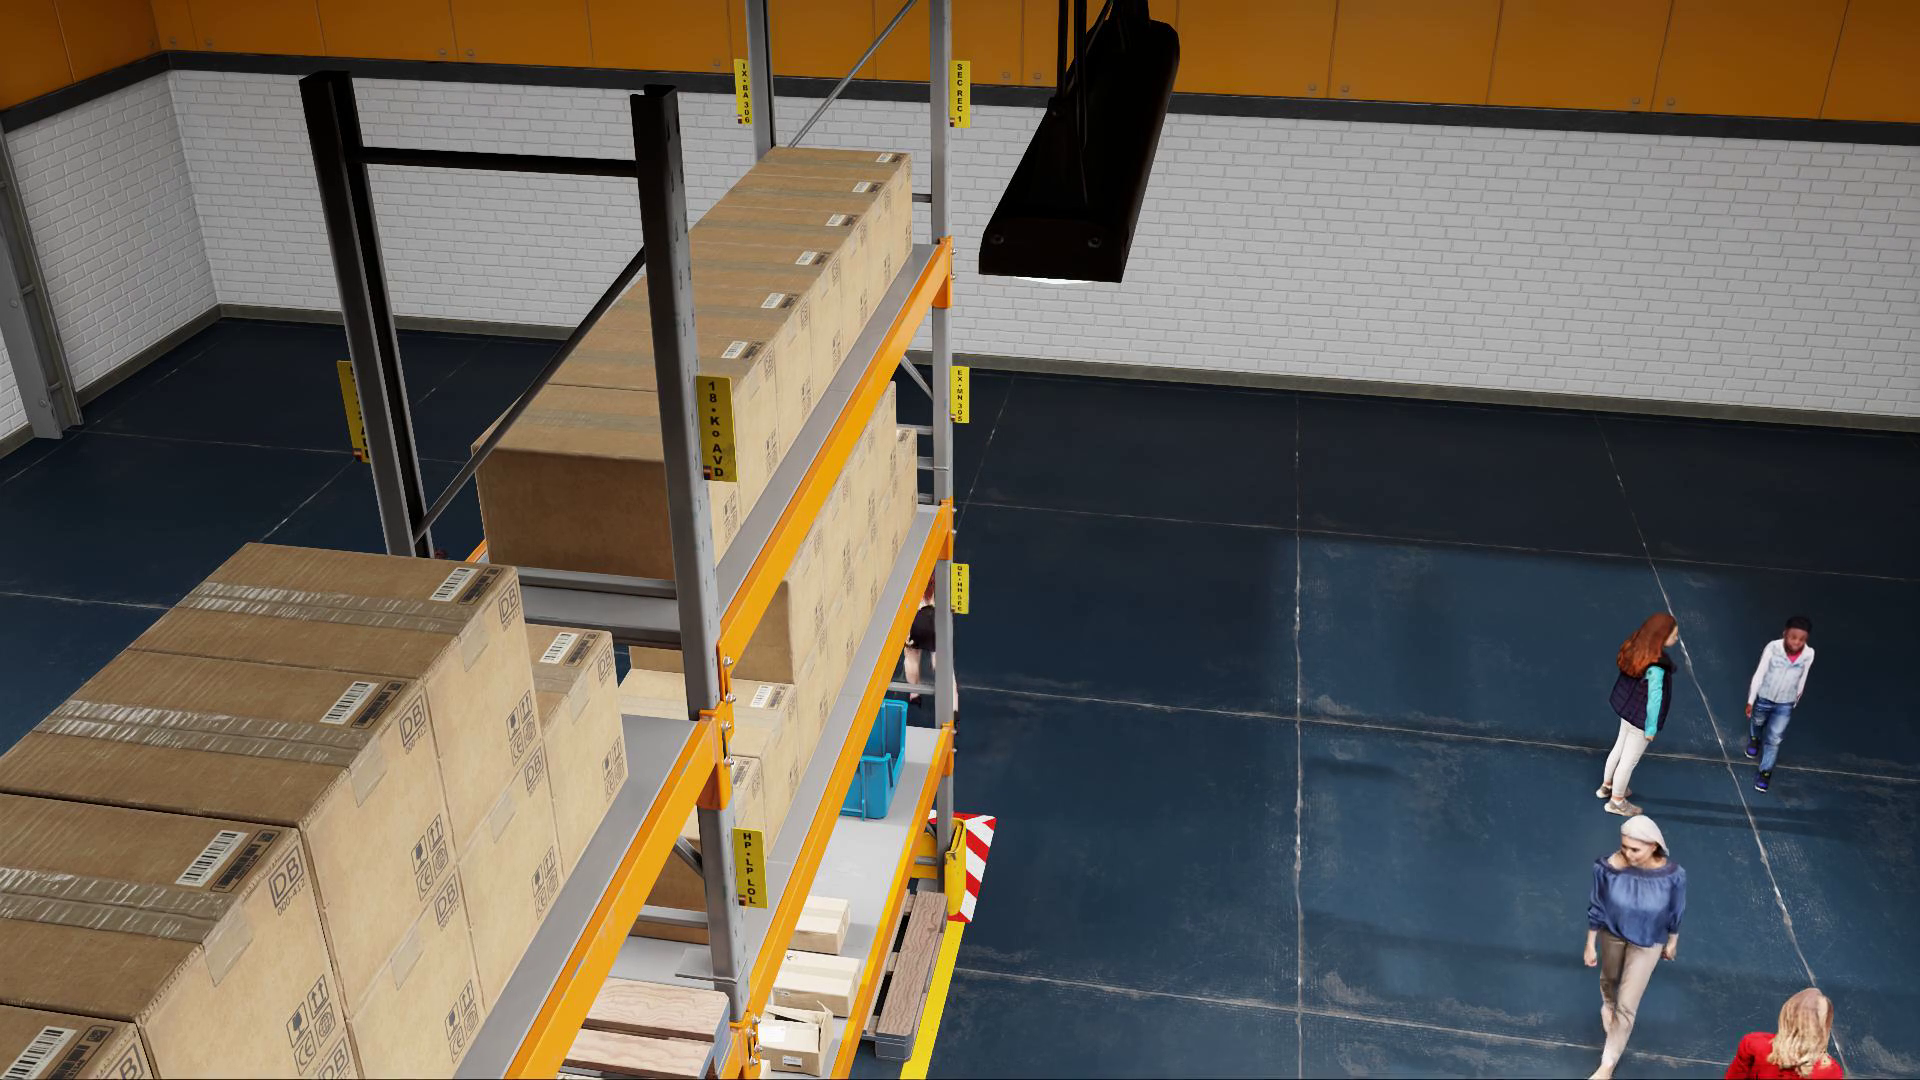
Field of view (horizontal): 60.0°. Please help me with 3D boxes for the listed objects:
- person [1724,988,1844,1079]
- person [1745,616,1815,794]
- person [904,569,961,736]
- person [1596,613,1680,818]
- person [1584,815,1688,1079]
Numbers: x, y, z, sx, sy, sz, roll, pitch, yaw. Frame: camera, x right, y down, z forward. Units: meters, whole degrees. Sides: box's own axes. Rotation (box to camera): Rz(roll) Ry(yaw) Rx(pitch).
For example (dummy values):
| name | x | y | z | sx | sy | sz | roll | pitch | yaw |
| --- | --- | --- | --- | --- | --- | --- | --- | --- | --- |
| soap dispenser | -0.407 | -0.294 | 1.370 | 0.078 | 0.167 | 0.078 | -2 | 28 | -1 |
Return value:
| name | x | y | z | sx | sy | sz | roll | pitch | yaw |
| --- | --- | --- | --- | --- | --- | --- | --- | --- | --- |
| person | 3.732 | 2.827 | 7.750 | 0.860 | 1.667 | 1.175 | 15 | 32 | 25 |
| person | 5.623 | 1.045 | 11.471 | 0.677 | 1.231 | 0.936 | 15 | 32 | 26 |
| person | -0.199 | 0.650 | 11.787 | 0.901 | 1.623 | 1.094 | -11 | 31 | -20 |
| person | 4.497 | 1.134 | 11.027 | 0.656 | 1.500 | 0.536 | 2 | 29 | 3 |
| person | 3.665 | 2.127 | 9.051 | 0.852 | 1.650 | 1.106 | 10 | 30 | 18 |
